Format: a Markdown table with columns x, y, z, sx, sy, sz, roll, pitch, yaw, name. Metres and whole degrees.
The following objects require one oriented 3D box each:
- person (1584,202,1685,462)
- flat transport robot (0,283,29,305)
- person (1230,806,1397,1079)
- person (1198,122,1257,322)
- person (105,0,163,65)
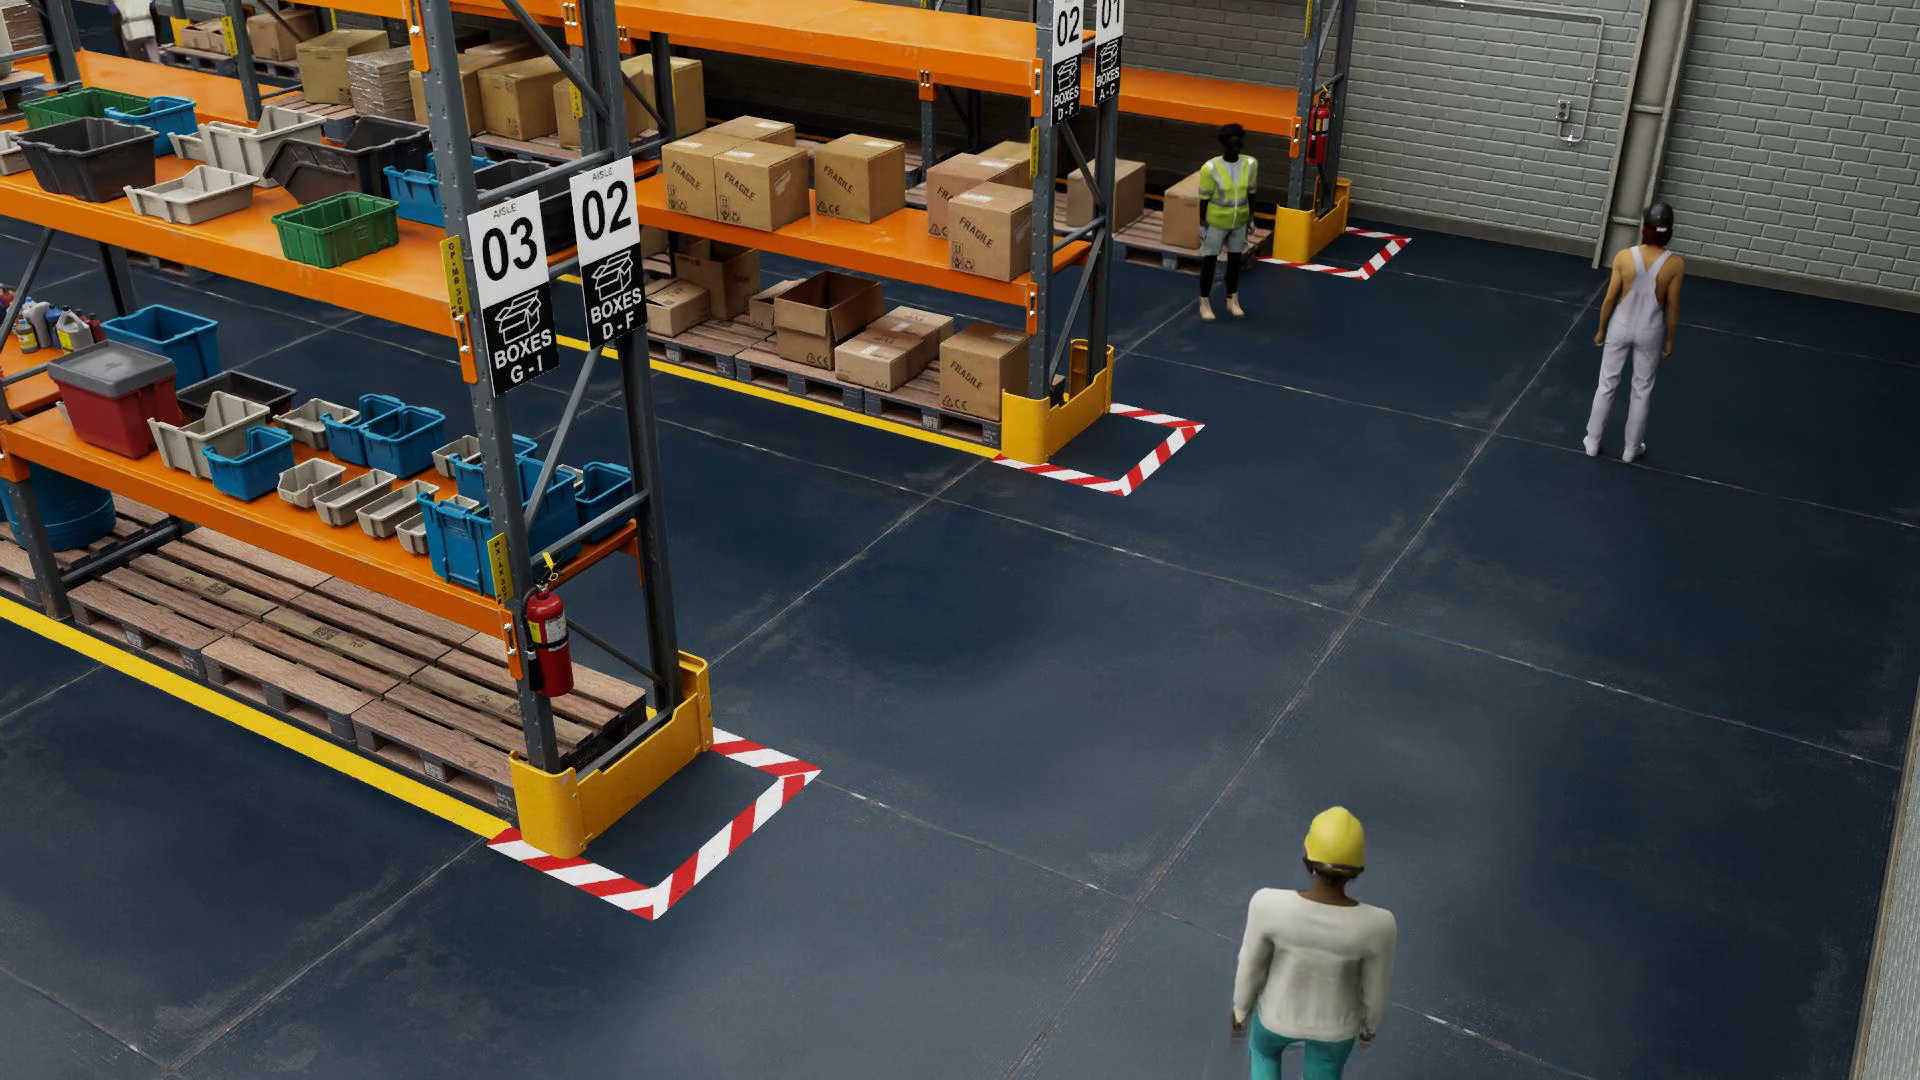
| x | y | z | sx | sy | sz | roll | pitch | yaw | name |
| --- | --- | --- | --- | --- | --- | --- | --- | --- | --- |
| 4.719 | -1.454 | 11.603 | 0.529 | 1.862 | 0.375 | 13 | 32 | 21 | person |
| -8.673 | -2.061 | 14.332 | 1.431 | 0.231 | 0.659 | 18 | 34 | 29 | flat transport robot |
| 1.267 | 1.698 | 6.052 | 0.550 | 1.751 | 0.374 | 6 | 30 | 11 | person |
| 2.227 | -2.667 | 13.961 | 0.533 | 1.690 | 0.320 | -9 | 30 | -16 | person |
| -9.760 | -5.987 | 19.811 | 0.577 | 1.794 | 0.964 | -24 | 37 | -36 | person |
